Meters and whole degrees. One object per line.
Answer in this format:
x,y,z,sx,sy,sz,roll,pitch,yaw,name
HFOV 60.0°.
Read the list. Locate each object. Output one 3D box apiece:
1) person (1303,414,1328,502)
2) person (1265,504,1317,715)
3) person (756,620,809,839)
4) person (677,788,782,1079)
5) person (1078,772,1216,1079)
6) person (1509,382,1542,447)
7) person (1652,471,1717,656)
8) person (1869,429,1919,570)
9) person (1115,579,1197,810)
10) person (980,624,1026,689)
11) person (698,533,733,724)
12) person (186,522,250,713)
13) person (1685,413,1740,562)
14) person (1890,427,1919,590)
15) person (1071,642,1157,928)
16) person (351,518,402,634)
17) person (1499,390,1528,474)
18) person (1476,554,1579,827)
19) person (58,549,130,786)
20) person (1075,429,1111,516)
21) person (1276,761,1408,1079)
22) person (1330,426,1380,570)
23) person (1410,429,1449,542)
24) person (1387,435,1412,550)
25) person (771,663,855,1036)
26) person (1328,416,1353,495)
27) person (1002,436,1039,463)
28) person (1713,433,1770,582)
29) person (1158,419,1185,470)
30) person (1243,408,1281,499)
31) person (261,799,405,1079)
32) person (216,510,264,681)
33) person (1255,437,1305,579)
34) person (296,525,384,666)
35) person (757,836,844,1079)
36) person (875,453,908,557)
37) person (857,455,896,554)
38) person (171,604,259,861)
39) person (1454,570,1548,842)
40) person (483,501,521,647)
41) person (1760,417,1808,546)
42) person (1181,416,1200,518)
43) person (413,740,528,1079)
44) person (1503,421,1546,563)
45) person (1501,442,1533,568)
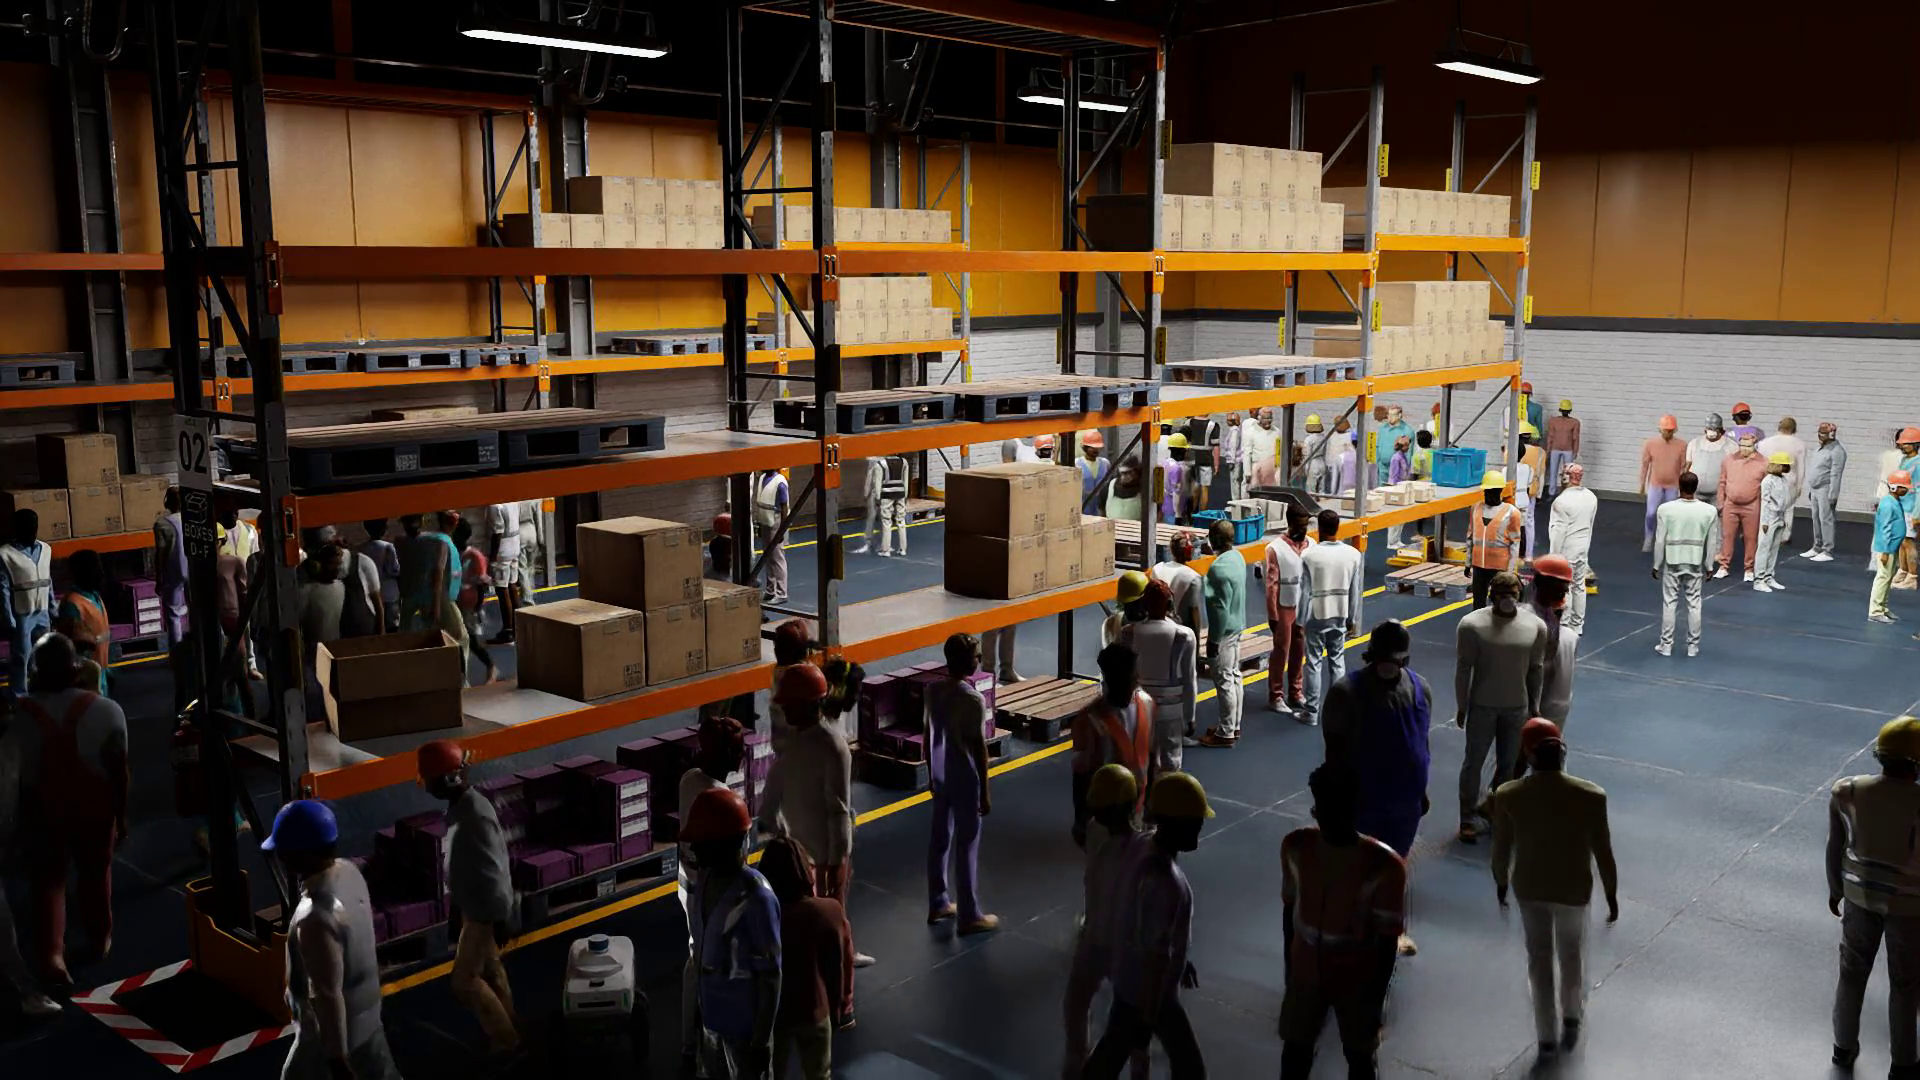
5.419,-1.059,25.525,0.483,1.737,0.321,-7,12,-37,person
2.983,0.613,15.028,0.599,1.909,0.402,-7,12,-35,person
-1.041,1.401,10.439,0.431,1.864,0.614,-6,11,-30,person
-0.965,1.960,6.892,0.375,1.935,0.550,-7,12,-37,person
0.878,1.925,7.291,1.003,1.875,0.594,-2,10,-10,person
9.735,-1.732,28.764,0.623,1.992,0.396,1,10,5,person
7.466,0.250,17.160,0.597,1.916,0.378,2,10,12,person
12.442,-0.519,21.856,0.908,1.880,0.602,0,10,3,person
1.360,1.202,11.602,0.576,1.880,0.356,3,10,16,person
0.436,0.469,15.895,0.399,1.904,0.644,9,13,42,person
-1.885,0.902,13.205,0.379,1.940,0.629,2,10,15,person
-6.650,0.699,14.934,0.533,1.768,0.310,-2,10,-11,person
10.185,-0.724,22.608,0.681,2.000,0.535,7,12,35,person
11.743,-0.389,20.642,0.403,2.034,0.613,2,10,11,person
0.843,1.502,9.666,0.676,1.928,0.641,-8,13,-41,person
-5.559,0.562,15.954,0.538,1.696,0.317,1,10,6,person
9.526,-1.643,28.560,0.342,1.882,0.587,-5,11,-29,person
4.079,1.096,11.856,0.523,2.009,0.654,7,12,34,person
-6.591,1.019,12.568,0.390,1.918,0.593,-2,10,-13,person
1.593,-0.348,20.413,0.609,2.030,0.443,-4,10,-24,person
1.579,1.911,7.187,0.615,1.926,0.880,7,12,36,person
5.162,-0.524,21.751,0.634,1.931,0.696,5,11,27,person
6.751,-0.758,23.927,0.572,1.667,0.614,-3,10,-19,person
6.202,-0.670,23.515,0.319,1.632,0.522,5,11,25,person
-0.784,1.619,8.793,0.408,1.986,0.617,-6,11,-32,person
6.050,-1.169,26.479,0.286,1.632,0.500,-5,11,-27,person
0.945,-0.829,23.237,0.692,2.000,0.537,-4,10,-22,person
9.984,-0.422,21.224,0.636,1.902,0.405,7,12,38,person
2.919,-0.840,23.671,0.586,1.918,0.396,5,11,27,person
4.553,-1.040,24.941,0.648,1.897,0.399,-4,10,-21,person
-2.572,1.977,6.934,1.008,1.902,0.618,-1,10,-3,person
-7.012,0.489,16.006,0.431,1.836,0.624,9,13,43,person
4.054,-0.381,21.046,0.671,1.878,0.417,6,11,32,person
-5.089,0.776,13.653,0.723,2.000,0.546,-3,10,-19,person
-0.734,2.071,7.162,0.503,1.627,0.277,-4,10,-25,person
-0.940,-0.574,22.949,0.512,1.630,0.317,-6,11,-32,person
-1.142,-0.652,23.199,0.662,1.706,0.307,-8,12,-39,person
-5.134,1.264,11.423,0.520,1.823,0.850,1,10,5,person
3.778,1.161,11.656,0.629,1.940,0.376,0,10,1,person
-4.861,0.145,17.642,0.362,1.966,0.611,1,10,6,person
11.609,-0.798,23.530,0.635,1.883,1.006,7,12,36,person
3.637,-1.304,26.415,0.386,1.929,0.543,-4,10,-25,person
-2.448,1.837,8.321,0.479,1.703,0.610,-4,10,-24,person
7.597,-0.643,22.501,0.590,1.918,0.401,-1,10,-8,person
7.340,-0.456,22.030,0.541,1.696,0.315,-6,11,-32,person
